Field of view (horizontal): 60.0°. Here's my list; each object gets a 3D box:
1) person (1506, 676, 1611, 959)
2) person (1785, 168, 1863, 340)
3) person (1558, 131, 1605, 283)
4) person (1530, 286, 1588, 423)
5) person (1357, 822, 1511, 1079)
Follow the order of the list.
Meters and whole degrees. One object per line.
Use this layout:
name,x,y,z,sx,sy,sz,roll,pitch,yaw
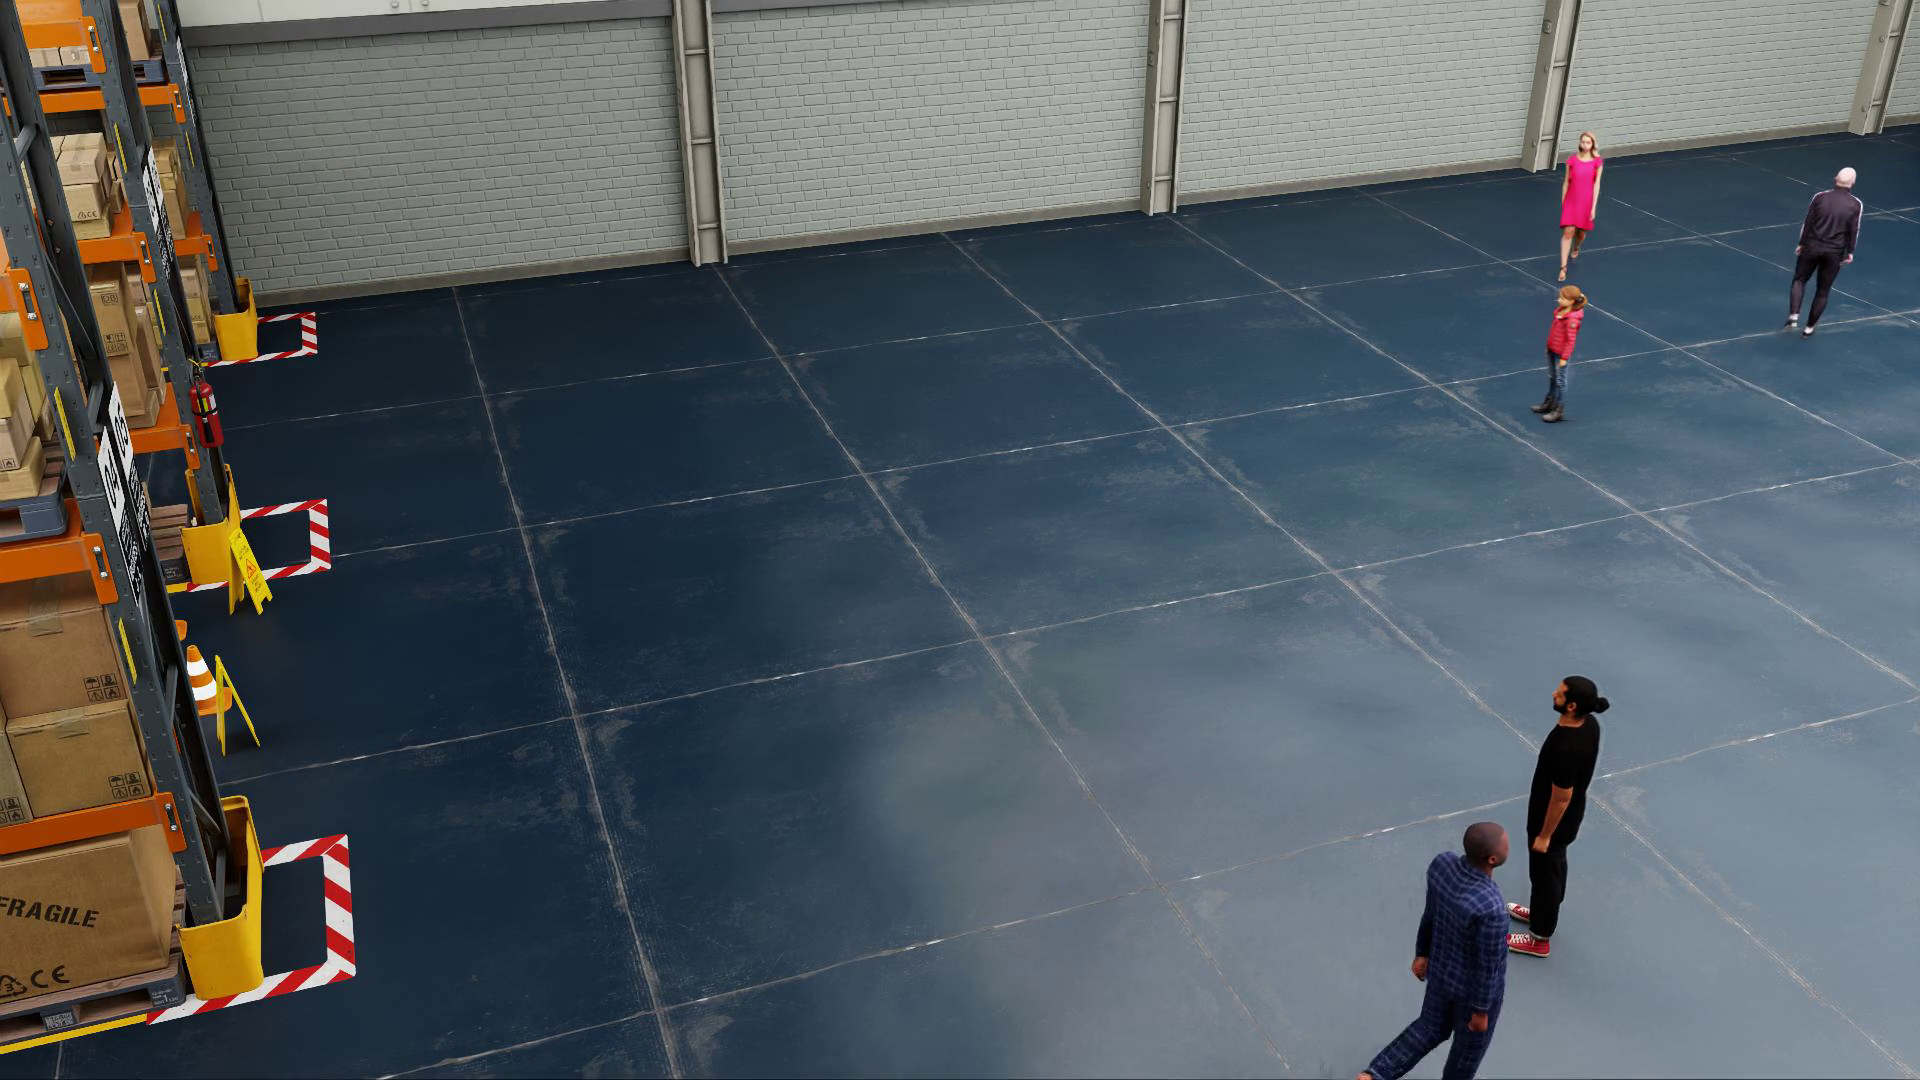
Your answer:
person,3.257,1.497,9.079,0.771,1.758,0.695,15,32,26
person,9.008,-2.963,17.382,0.841,1.825,0.882,16,32,27
person,7.174,-3.880,19.241,1.007,1.697,1.022,10,30,17
person,5.670,-1.774,15.690,0.543,1.317,0.547,-4,28,-7
person,2.315,2.095,7.906,0.925,1.804,0.658,-9,29,-17
